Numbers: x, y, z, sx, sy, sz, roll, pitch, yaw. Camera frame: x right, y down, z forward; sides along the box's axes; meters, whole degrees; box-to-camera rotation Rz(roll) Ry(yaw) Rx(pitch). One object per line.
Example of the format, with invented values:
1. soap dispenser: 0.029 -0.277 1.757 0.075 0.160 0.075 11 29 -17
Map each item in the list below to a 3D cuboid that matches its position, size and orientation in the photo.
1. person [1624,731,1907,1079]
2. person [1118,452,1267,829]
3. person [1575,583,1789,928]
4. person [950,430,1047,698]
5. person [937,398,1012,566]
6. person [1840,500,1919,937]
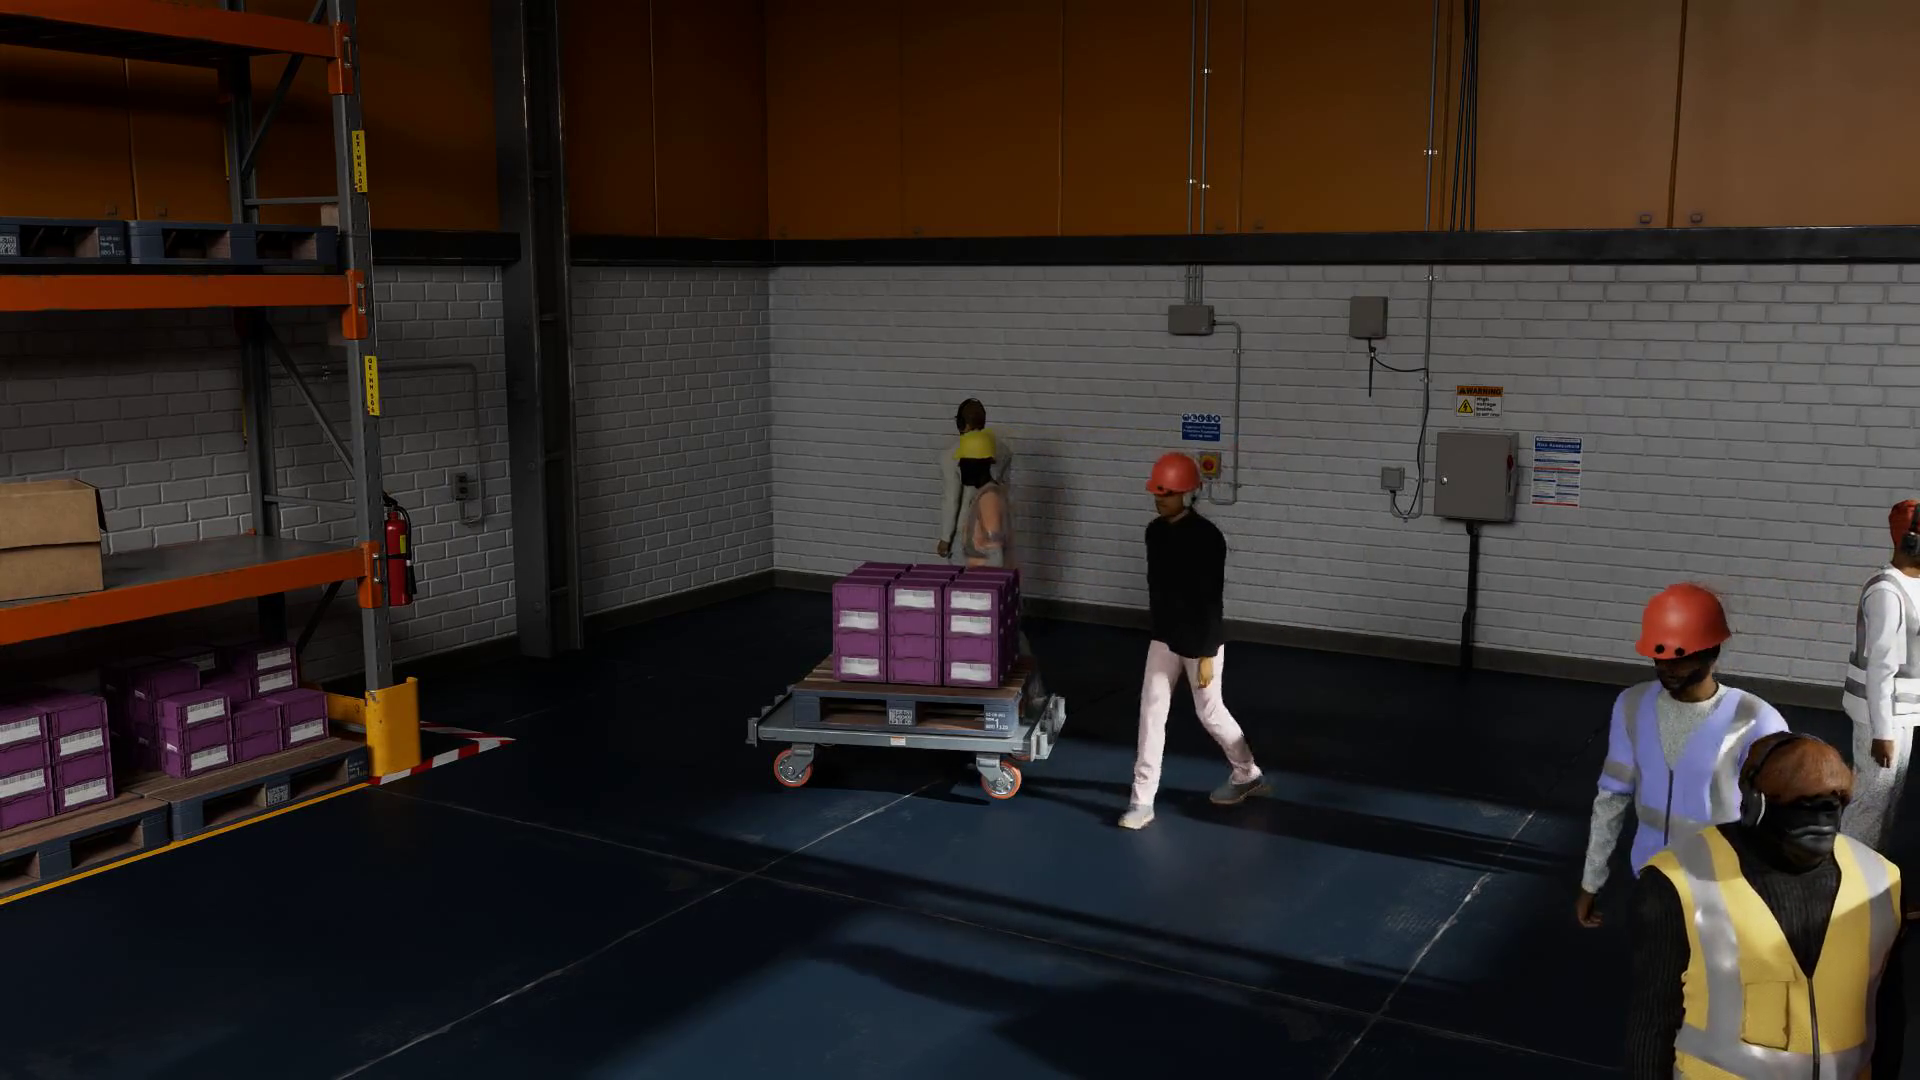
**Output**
1. person: 1.836 1.325 3.819 0.621 1.835 0.430 0 9 -1
2. person: 1.216 0.496 8.638 0.929 1.955 0.613 -7 11 -37
3. person: 2.161 1.079 5.105 0.830 1.900 0.582 -6 11 -32
4. person: 0.114 0.247 10.420 1.013 1.867 0.600 1 9 4
5. person: 0.096 -0.062 12.122 0.627 1.940 0.375 -7 12 -38
6. person: 4.017 0.760 7.190 0.345 1.878 0.579 8 12 40
